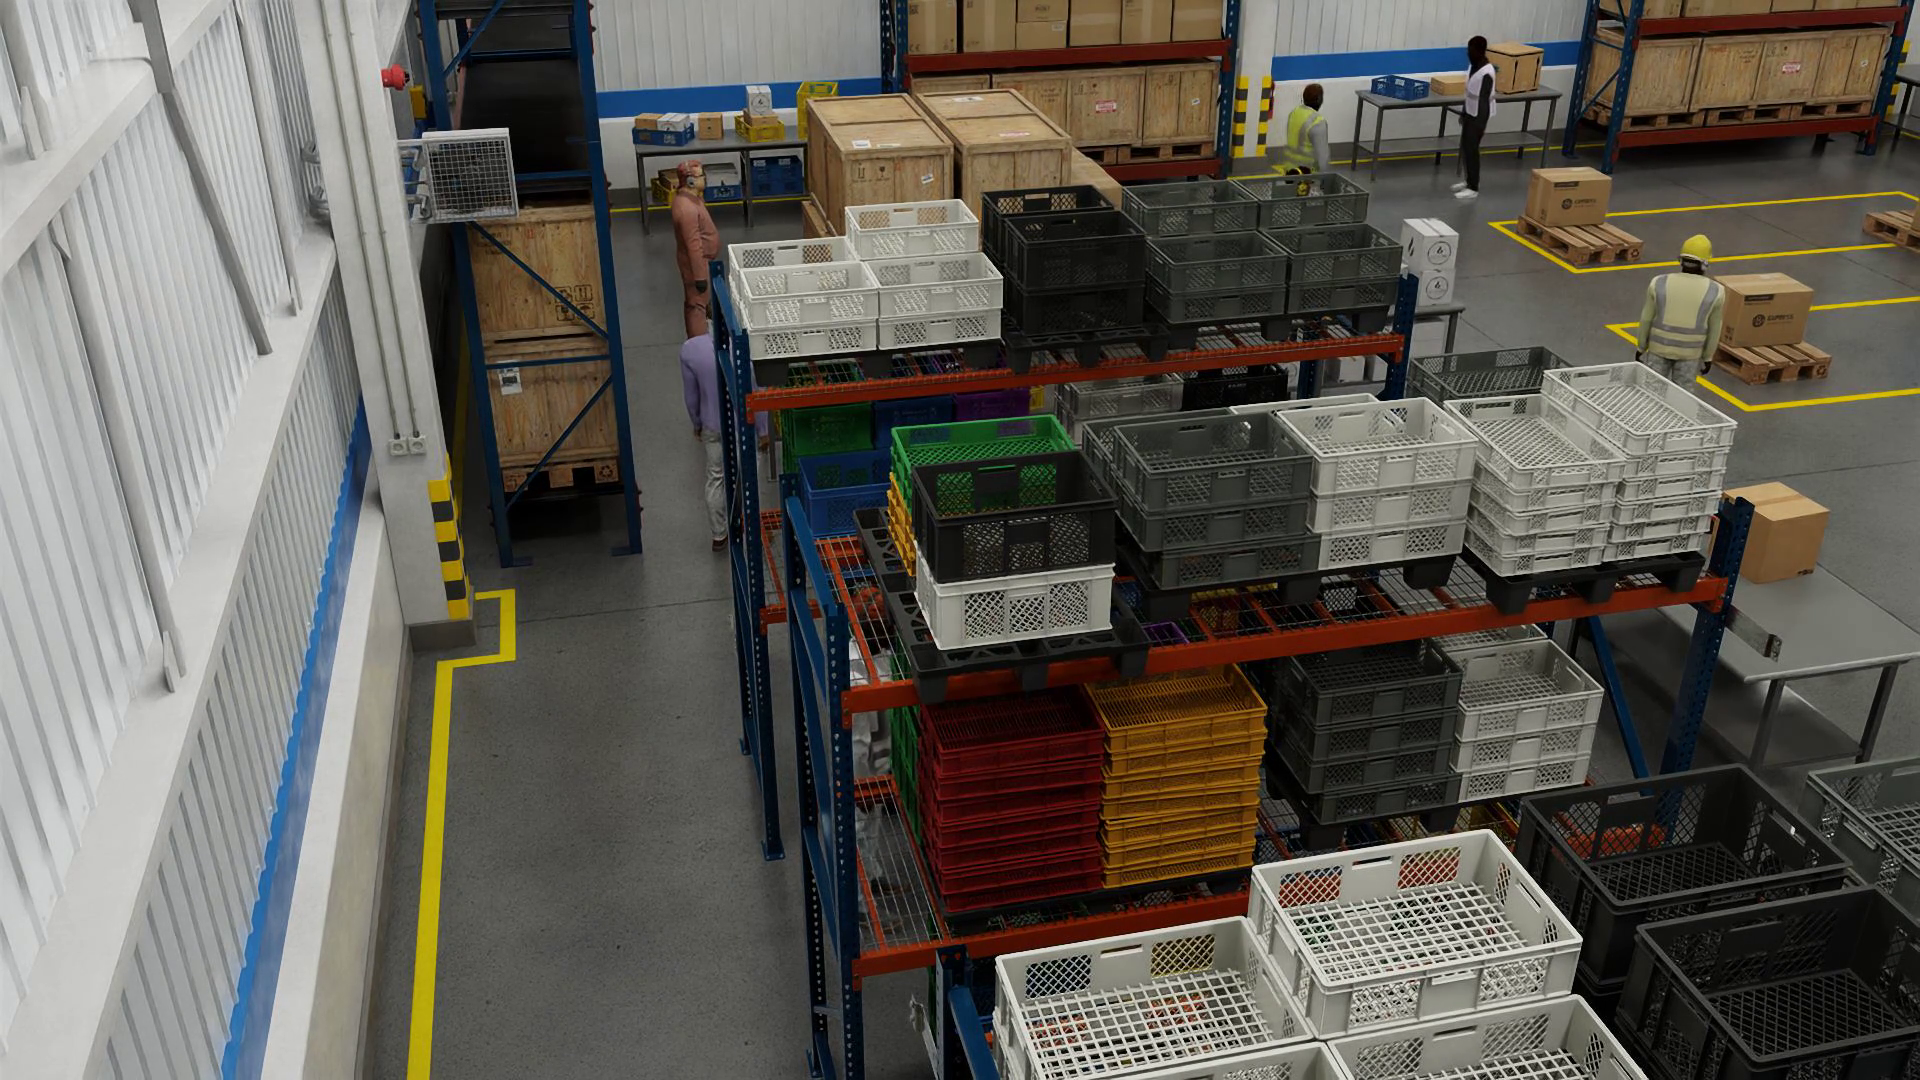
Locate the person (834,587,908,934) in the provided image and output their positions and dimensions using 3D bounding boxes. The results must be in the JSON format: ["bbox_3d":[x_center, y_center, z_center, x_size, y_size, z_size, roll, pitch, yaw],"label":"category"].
[{"bbox_3d":[-0.442,1.075,8.263,0.354,1.881,0.576,3,28,6],"label":"person"}]

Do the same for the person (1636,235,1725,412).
[{"bbox_3d":[5.711,-1.534,13.267,0.597,1.828,0.403,14,31,24],"label":"person"}]

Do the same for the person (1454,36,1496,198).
[{"bbox_3d":[6.189,-5.056,19.878,0.480,1.897,0.646,-1,28,-2],"label":"person"}]

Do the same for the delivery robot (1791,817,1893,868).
[{"bbox_3d":[4.523,1.697,8.398,0.477,0.478,0.707,-6,28,-12],"label":"delivery robot"}]

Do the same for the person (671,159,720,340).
[{"bbox_3d":[-2.350,-2.467,14.951,0.409,1.913,0.642,-7,28,-12],"label":"person"}]

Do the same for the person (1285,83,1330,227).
[{"bbox_3d":[3.726,-3.990,17.938,0.429,1.831,0.660,-6,28,-11],"label":"person"}]

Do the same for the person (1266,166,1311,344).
[{"bbox_3d":[2.968,-2.419,14.900,0.328,1.877,0.513,-7,28,-12],"label":"person"}]

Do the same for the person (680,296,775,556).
[{"bbox_3d":[-1.632,-0.806,11.771,0.628,1.940,0.373,9,29,16],"label":"person"}]
